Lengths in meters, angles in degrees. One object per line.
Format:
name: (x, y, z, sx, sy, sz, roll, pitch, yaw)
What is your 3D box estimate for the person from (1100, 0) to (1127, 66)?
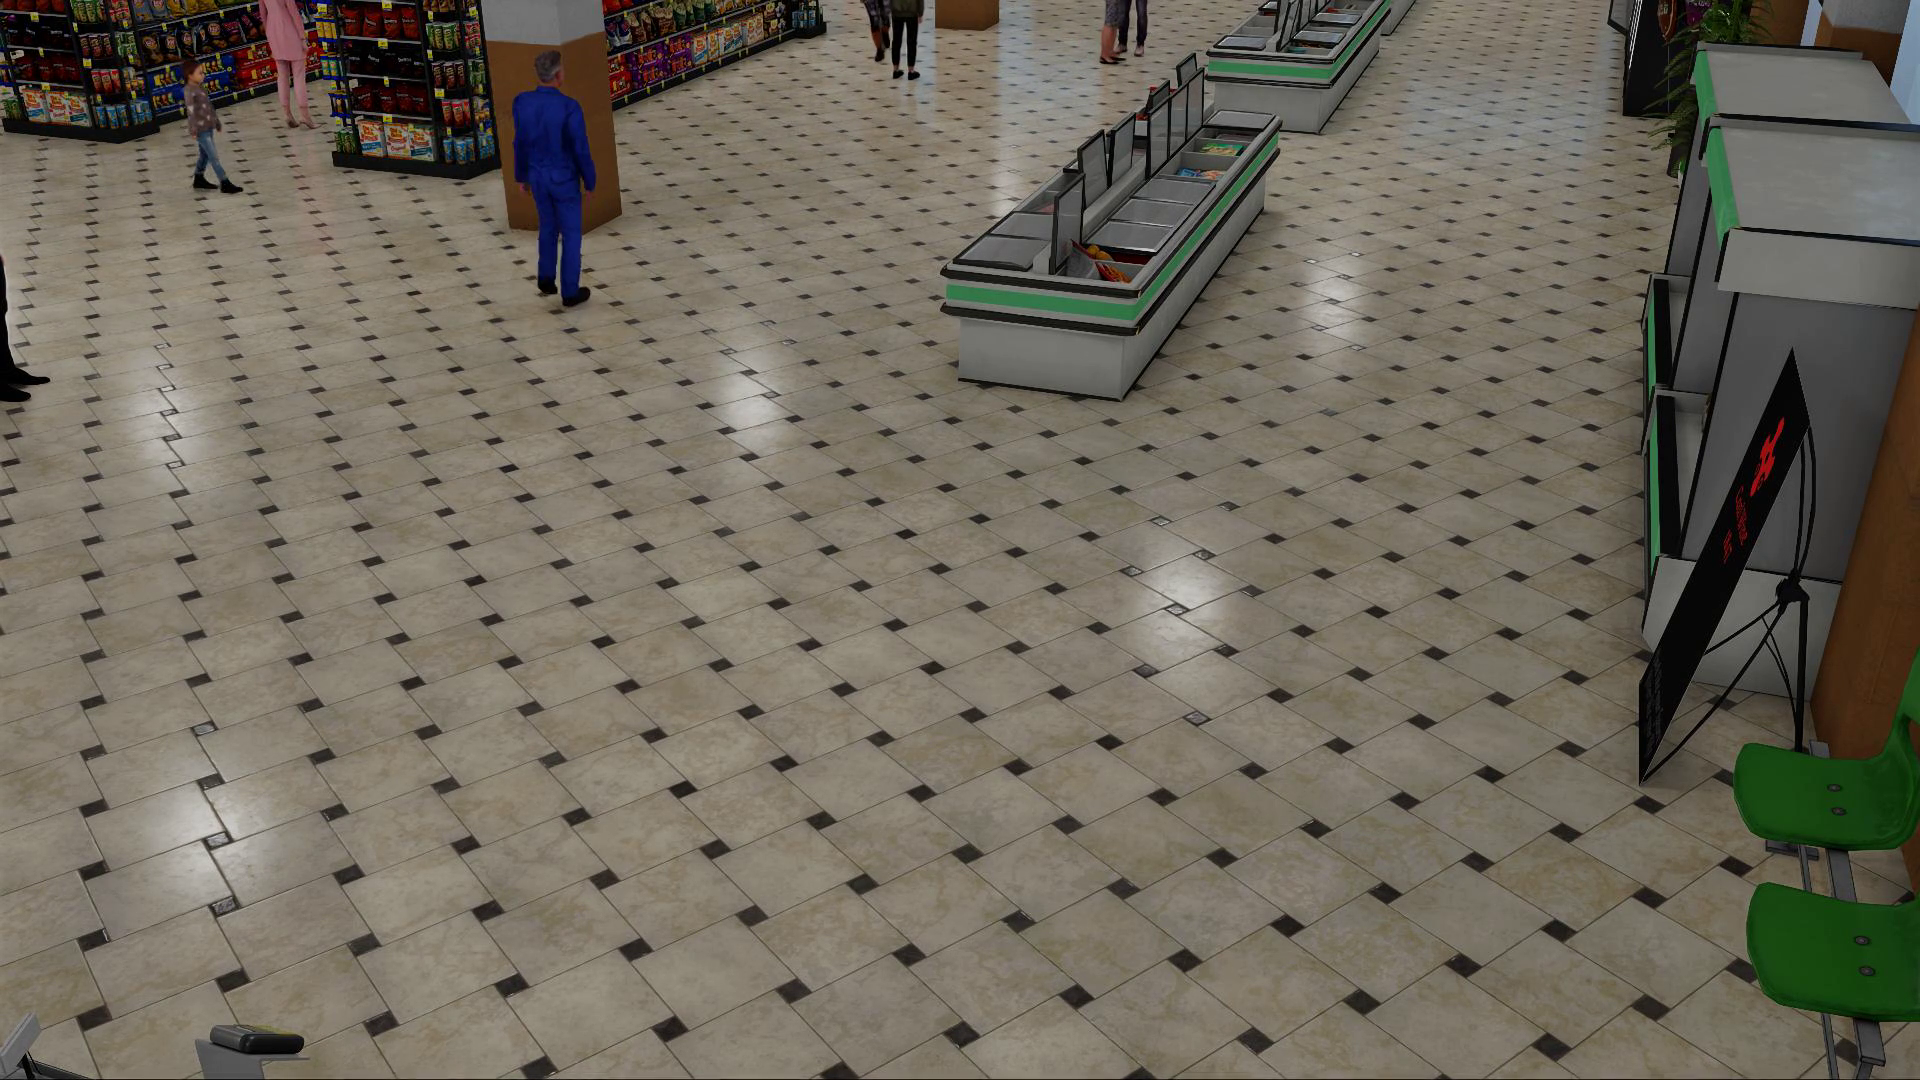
person: (1.859, -6.644, 20.129, 0.604, 1.699, 0.425, 10, 28, 18)

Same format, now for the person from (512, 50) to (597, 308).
person: (-2.952, -2.550, 11.928, 0.758, 1.814, 0.690, 8, 28, 15)

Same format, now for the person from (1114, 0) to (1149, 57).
person: (2.176, -6.968, 20.631, 0.718, 1.823, 0.646, 14, 30, 25)

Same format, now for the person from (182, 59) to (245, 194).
person: (-6.825, -3.699, 14.896, 0.679, 1.180, 0.716, 1, 27, 3)

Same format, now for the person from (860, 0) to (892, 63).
person: (-1.014, -6.744, 20.367, 0.788, 1.662, 0.938, -2, 27, -3)

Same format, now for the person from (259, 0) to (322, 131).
person: (-6.900, -5.107, 16.988, 0.614, 1.798, 0.520, 8, 28, 15)

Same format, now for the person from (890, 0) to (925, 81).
person: (-0.644, -6.132, 19.369, 0.576, 1.474, 0.499, 8, 28, 15)
